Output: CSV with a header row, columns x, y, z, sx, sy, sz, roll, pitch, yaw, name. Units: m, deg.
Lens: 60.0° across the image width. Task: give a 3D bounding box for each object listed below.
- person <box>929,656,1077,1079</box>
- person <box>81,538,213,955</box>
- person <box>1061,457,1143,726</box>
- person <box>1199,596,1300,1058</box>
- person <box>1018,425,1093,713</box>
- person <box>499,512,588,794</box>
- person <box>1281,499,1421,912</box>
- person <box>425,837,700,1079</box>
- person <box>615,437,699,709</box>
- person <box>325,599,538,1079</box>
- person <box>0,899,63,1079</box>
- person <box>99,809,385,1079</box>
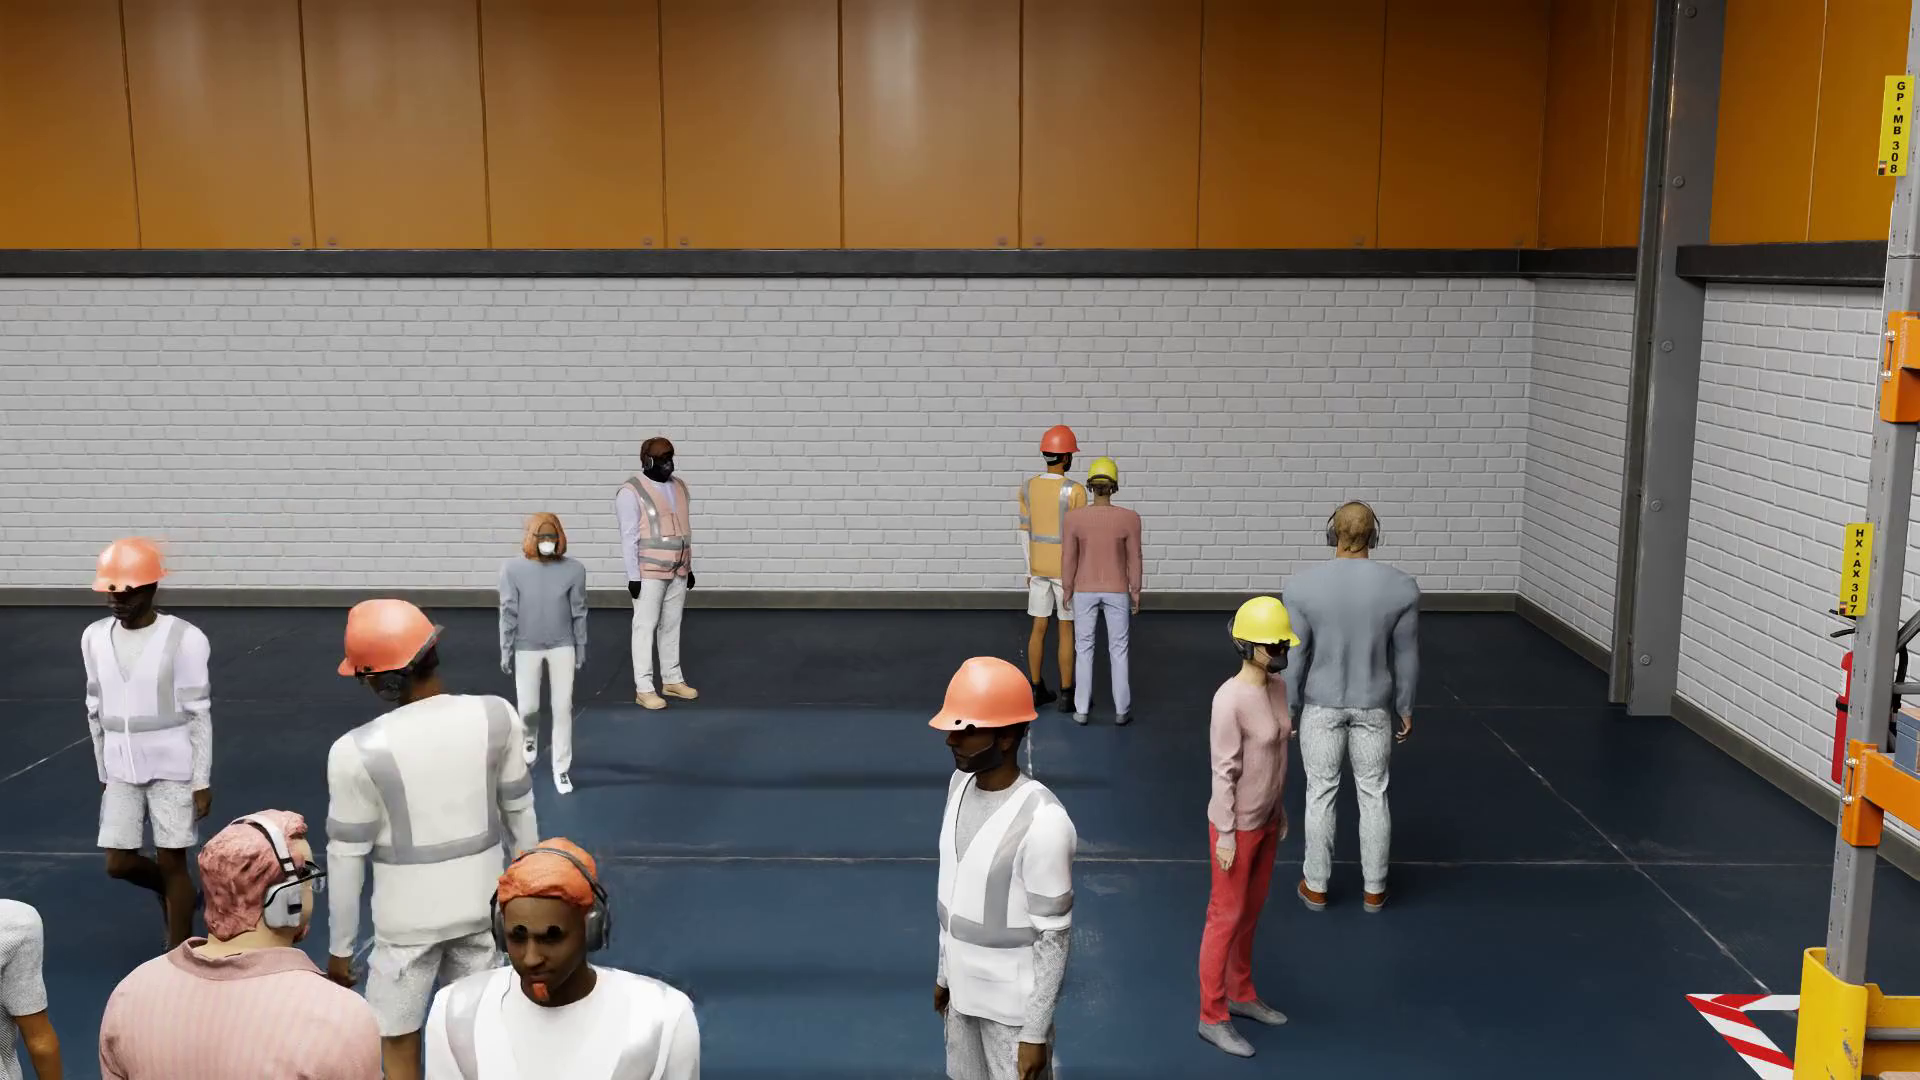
x,y,z,sx,sy,sz,roll,pitch,yaw,name
0.085,1.277,4.725,0.362,1.939,0.542,-6,11,-32,person
-3.315,0.924,6.882,0.545,1.925,0.548,1,10,6,person
0.926,0.339,10.874,0.533,1.765,0.331,1,10,6,person
1.133,1.082,6.414,0.325,1.767,0.533,6,11,34,person
0.657,0.194,11.217,0.544,1.938,0.354,7,12,37,person
-2.404,0.620,9.619,0.510,1.616,0.585,-3,10,-18,person
1.805,0.775,7.741,0.635,1.936,0.356,1,10,7,person
-0.826,1.527,3.426,0.581,1.870,0.435,2,10,10,person
-2.045,0.214,11.384,0.429,1.845,0.627,6,11,33,person
-1.618,1.169,5.162,0.664,2.012,0.391,-7,12,-37,person
-2.394,1.440,3.961,0.537,1.869,0.314,-3,10,-16,person
-1.426,1.499,3.503,0.652,1.904,0.402,3,10,16,person
